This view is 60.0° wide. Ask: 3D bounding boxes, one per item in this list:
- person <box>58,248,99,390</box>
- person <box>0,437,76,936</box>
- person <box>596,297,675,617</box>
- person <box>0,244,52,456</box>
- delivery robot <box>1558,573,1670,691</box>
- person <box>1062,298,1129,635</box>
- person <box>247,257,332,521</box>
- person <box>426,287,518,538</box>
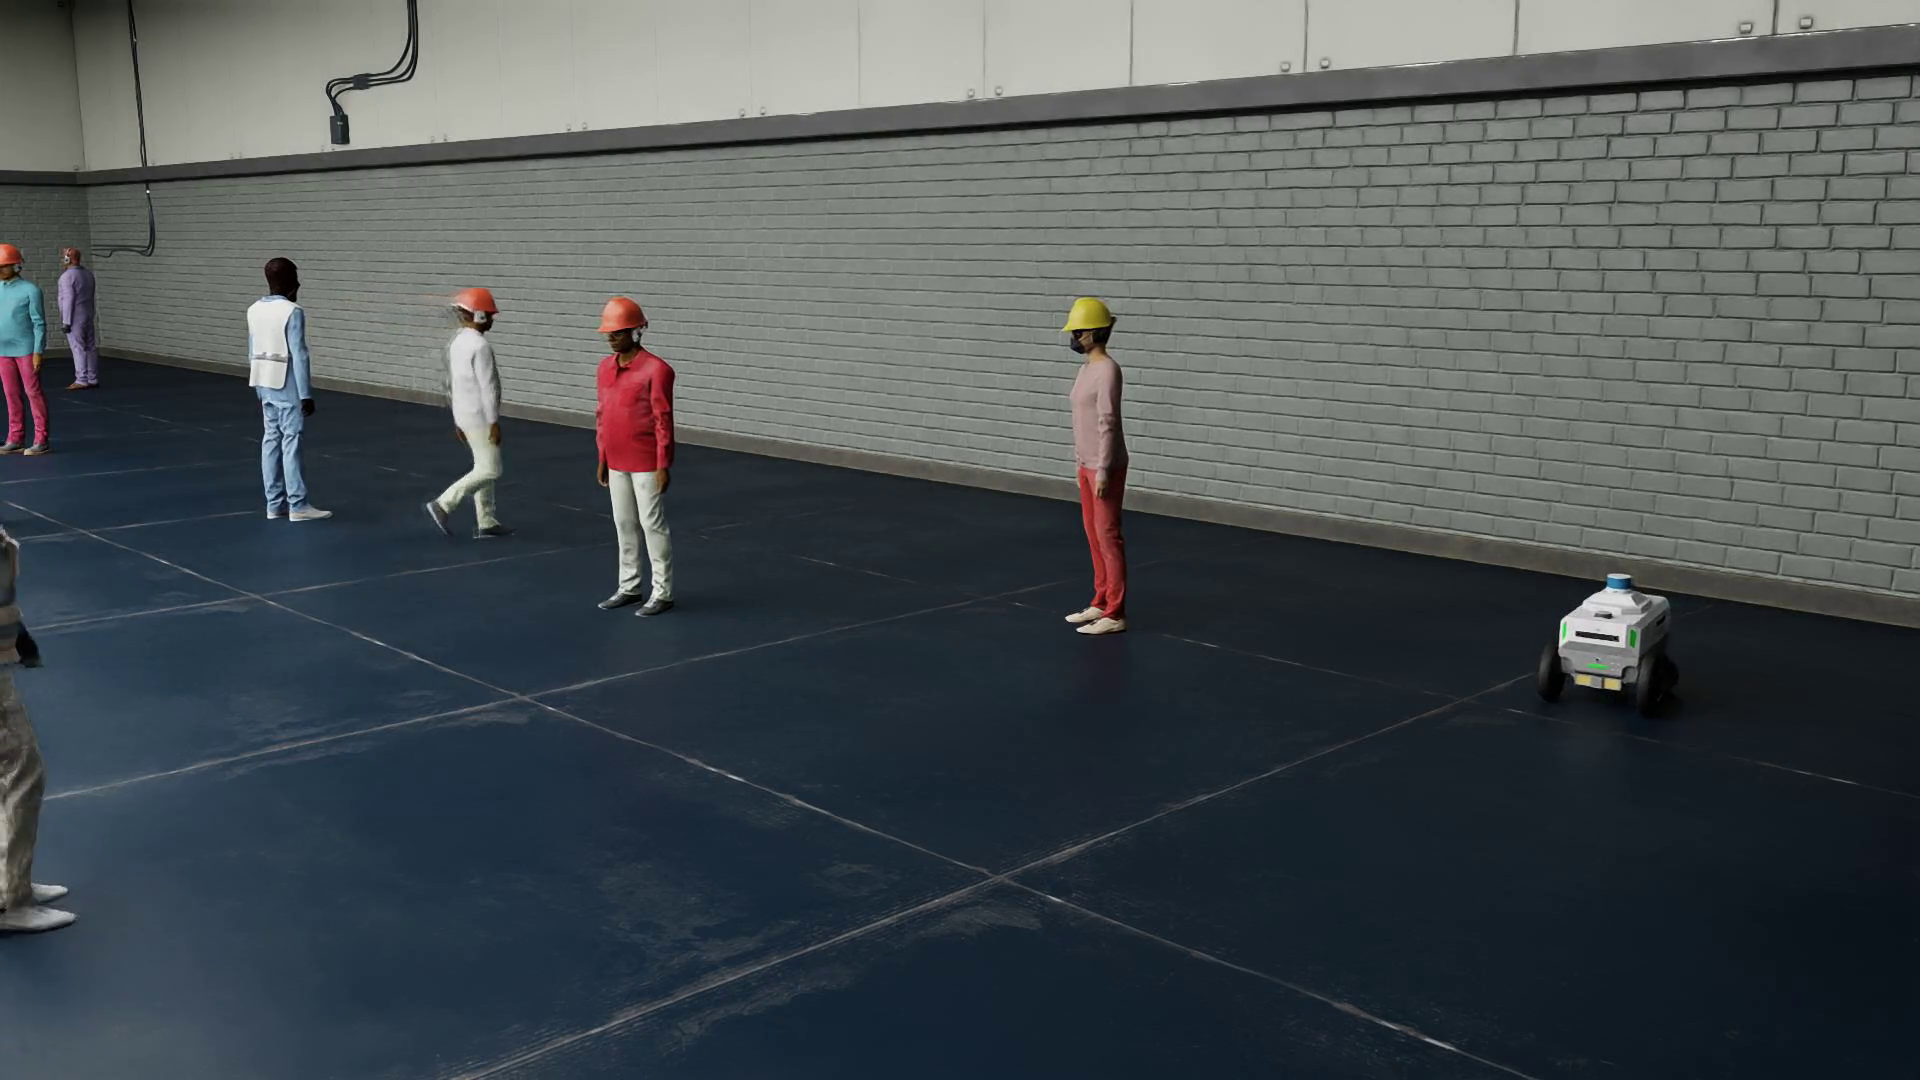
[{"bbox_3d":[-11.953,-2.988,22.505,0.410,1.909,0.643,0,10,2],"label":"person"},{"bbox_3d":[-2.921,0.368,4.971,0.378,1.632,0.544,-7,13,-35],"label":"person"},{"bbox_3d":[-1.805,-0.451,9.122,0.571,1.743,0.353,8,13,37],"label":"person"},{"bbox_3d":[-8.930,-1.793,15.749,0.611,1.993,0.379,3,11,15],"label":"person"},{"bbox_3d":[2.954,0.394,7.492,0.477,0.478,0.707,7,13,33],"label":"delivery robot"},{"bbox_3d":[0.698,-0.384,8.717,0.349,1.756,0.518,-2,11,-13],"label":"person"},{"bbox_3d":[-4.951,-1.093,12.148,0.590,1.916,0.399,7,13,34],"label":"person"},{"bbox_3d":[-3.337,-0.845,11.286,0.559,1.730,0.561,-6,12,-30],"label":"person"}]
